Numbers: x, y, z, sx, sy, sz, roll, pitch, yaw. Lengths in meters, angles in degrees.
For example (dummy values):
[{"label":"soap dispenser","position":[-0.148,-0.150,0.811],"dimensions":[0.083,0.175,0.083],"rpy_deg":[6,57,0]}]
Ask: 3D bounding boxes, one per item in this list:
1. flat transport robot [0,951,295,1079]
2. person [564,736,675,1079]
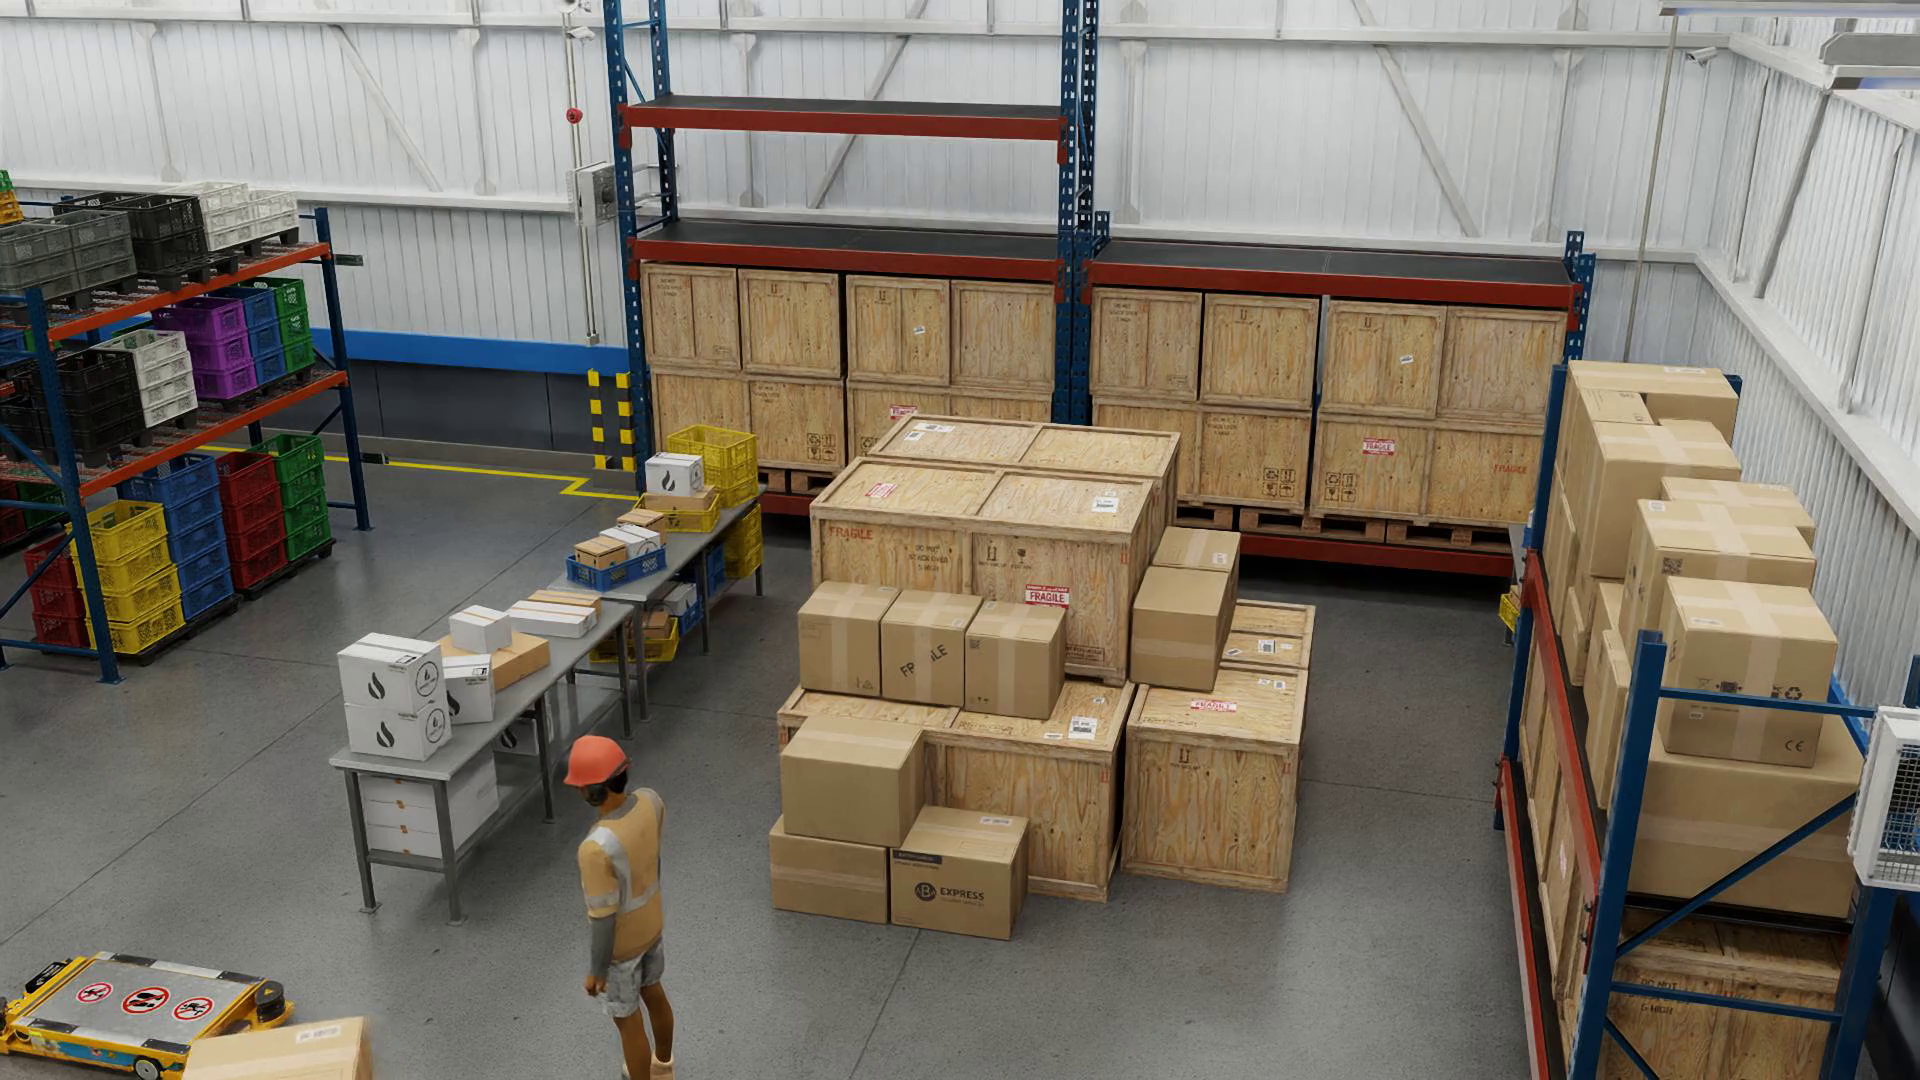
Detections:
[{"label":"flat transport robot","position":[-4.270,2.464,8.601],"dimensions":[1.431,0.231,0.659],"rpy_deg":[5,22,13]},{"label":"person","position":[-1.591,1.833,7.784],"dimensions":[0.396,2.033,0.604],"rpy_deg":[7,22,17]}]
